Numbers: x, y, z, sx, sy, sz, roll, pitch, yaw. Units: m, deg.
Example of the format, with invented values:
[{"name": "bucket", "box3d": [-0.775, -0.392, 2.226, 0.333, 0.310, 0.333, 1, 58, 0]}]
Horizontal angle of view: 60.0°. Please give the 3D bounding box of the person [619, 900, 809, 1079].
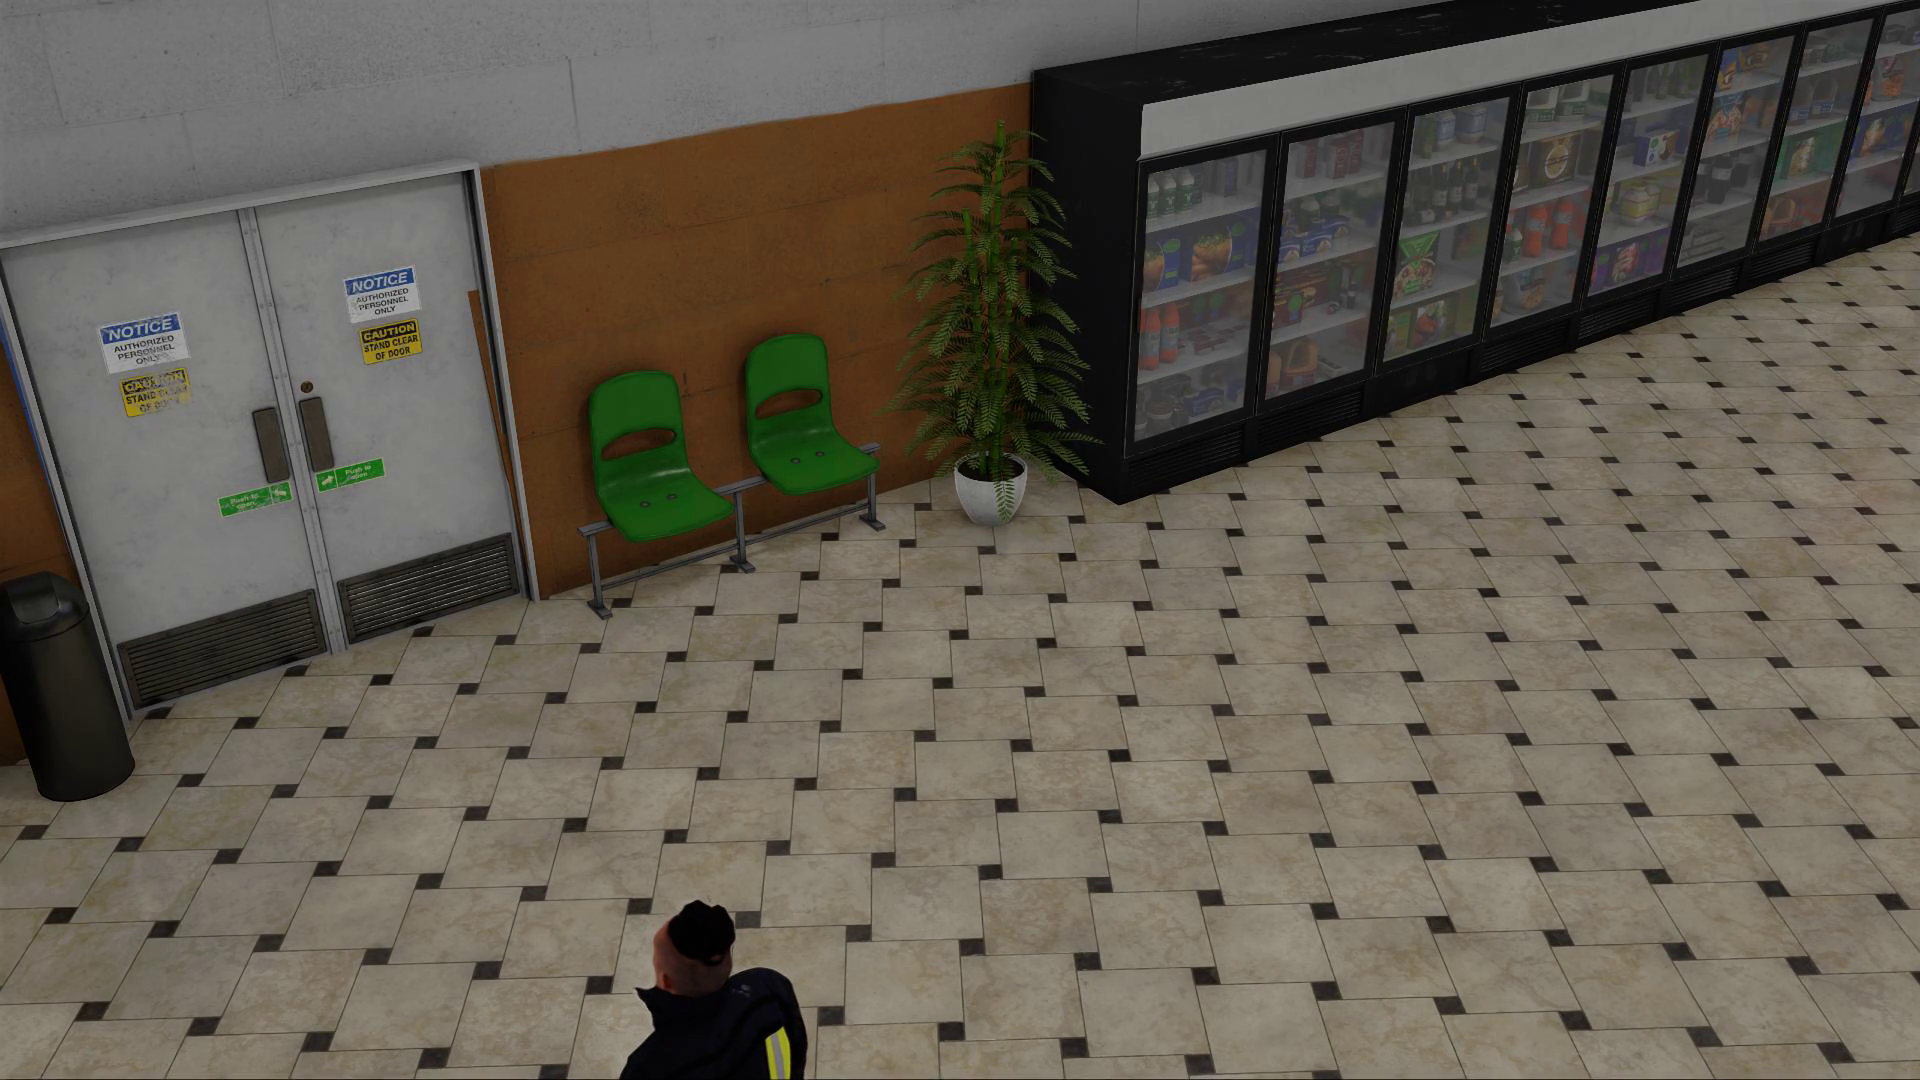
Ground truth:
[{"name": "person", "box3d": [-0.619, 1.634, 4.249, 0.785, 1.859, 0.820, 22, 36, 34]}]
